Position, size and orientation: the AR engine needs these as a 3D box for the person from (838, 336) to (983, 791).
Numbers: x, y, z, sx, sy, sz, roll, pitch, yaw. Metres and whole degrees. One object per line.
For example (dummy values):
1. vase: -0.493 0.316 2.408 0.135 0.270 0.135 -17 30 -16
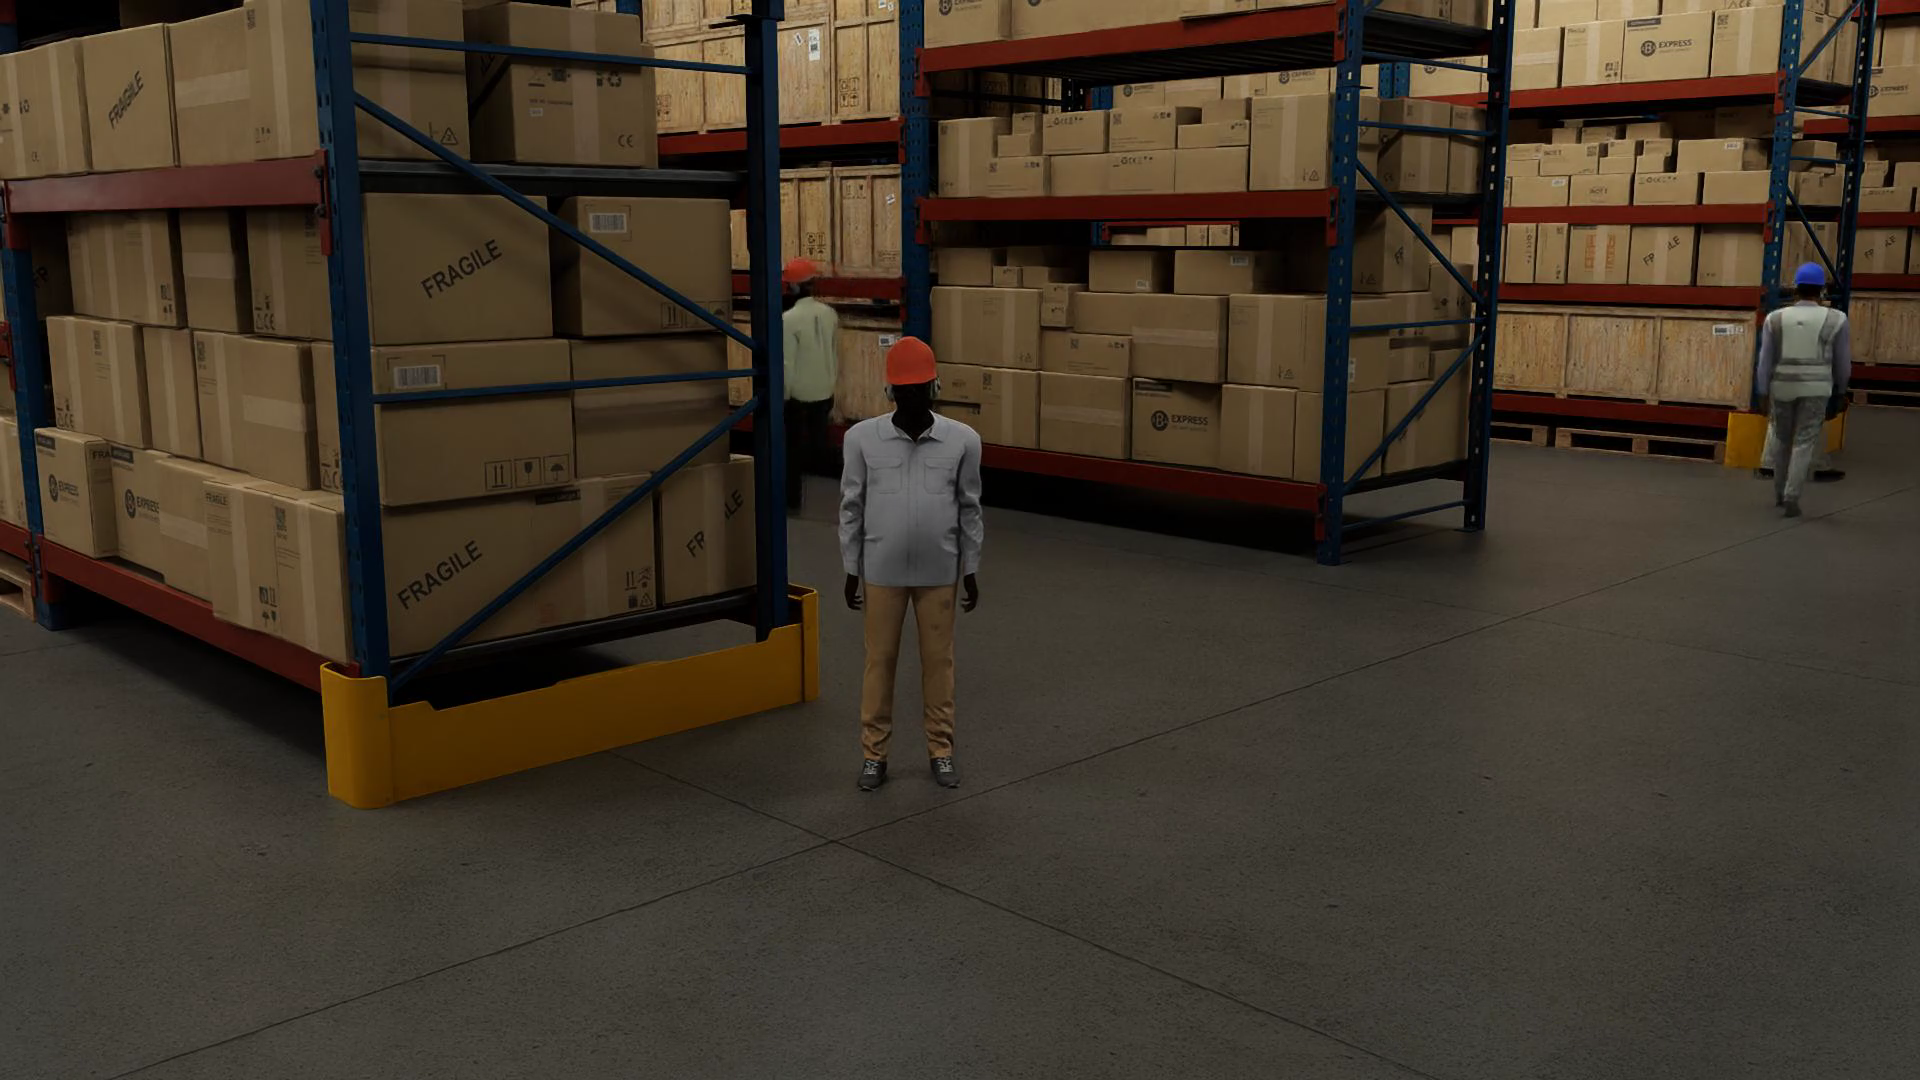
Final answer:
1. person: -0.189 0.096 6.404 0.559 1.752 0.325 -1 10 -5

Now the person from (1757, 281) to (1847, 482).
1. person: 7.364 -1.391 14.439 0.820 1.779 0.630 1 10 5

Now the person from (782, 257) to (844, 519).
1. person: -1.095 -1.111 12.389 0.746 1.974 0.627 9 14 42

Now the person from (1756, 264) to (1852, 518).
1. person: 6.506 -1.152 12.795 0.616 1.904 0.951 8 13 39
